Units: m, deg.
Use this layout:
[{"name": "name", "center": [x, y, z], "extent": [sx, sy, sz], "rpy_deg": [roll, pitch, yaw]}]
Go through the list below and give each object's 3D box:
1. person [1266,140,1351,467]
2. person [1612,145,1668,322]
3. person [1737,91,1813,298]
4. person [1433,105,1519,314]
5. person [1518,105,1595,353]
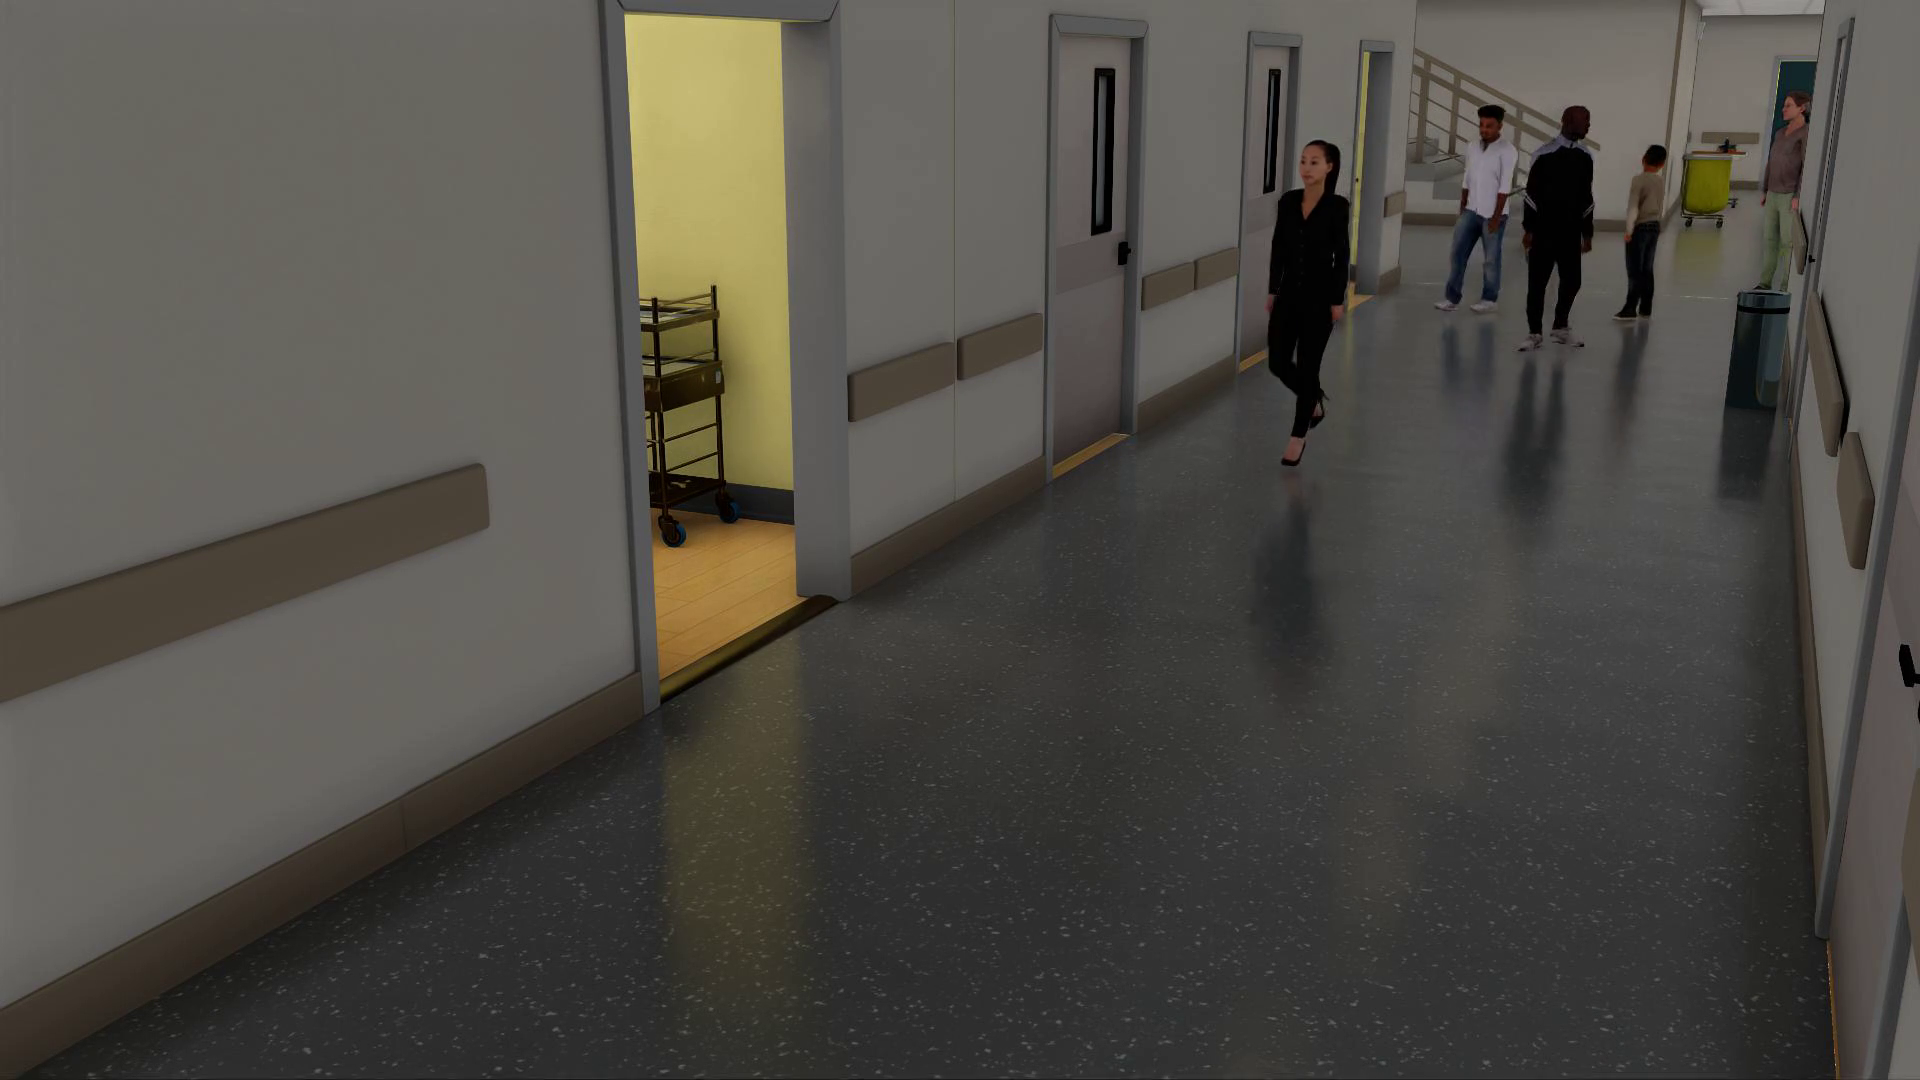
[{"name": "person", "center": [1.855, -1.247, 8.805], "extent": [0.769, 1.705, 0.746], "rpy_deg": [12, 19, 35]}, {"name": "person", "center": [5.736, -2.569, 13.975], "extent": [0.702, 1.445, 0.760], "rpy_deg": [15, 21, 42]}, {"name": "person", "center": [7.515, -3.119, 15.131], "extent": [0.808, 1.876, 0.771], "rpy_deg": [-4, 16, -13]}, {"name": "person", "center": [4.573, -2.825, 14.304], "extent": [1.003, 1.759, 1.011], "rpy_deg": [-11, 19, -34]}, {"name": "person", "center": [4.449, -2.346, 12.513], "extent": [0.709, 1.809, 0.858], "rpy_deg": [3, 16, 12]}]
